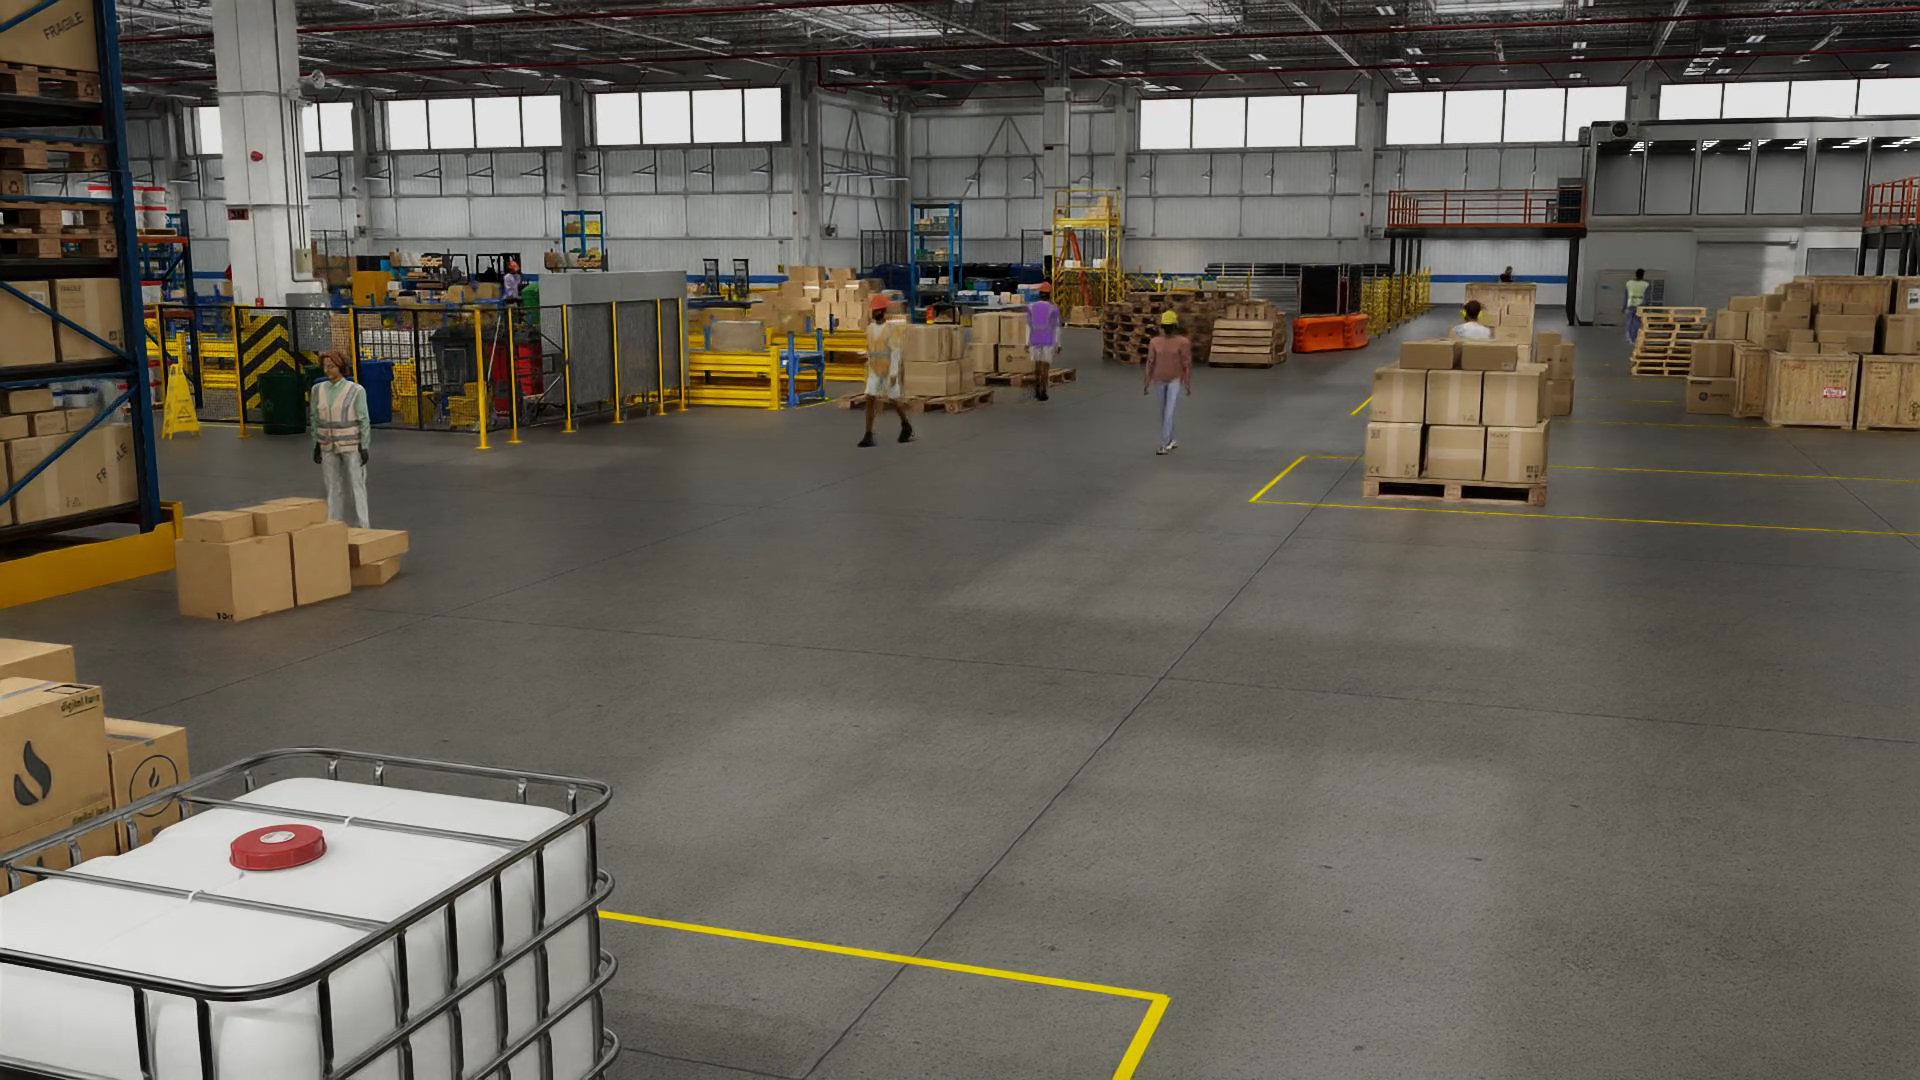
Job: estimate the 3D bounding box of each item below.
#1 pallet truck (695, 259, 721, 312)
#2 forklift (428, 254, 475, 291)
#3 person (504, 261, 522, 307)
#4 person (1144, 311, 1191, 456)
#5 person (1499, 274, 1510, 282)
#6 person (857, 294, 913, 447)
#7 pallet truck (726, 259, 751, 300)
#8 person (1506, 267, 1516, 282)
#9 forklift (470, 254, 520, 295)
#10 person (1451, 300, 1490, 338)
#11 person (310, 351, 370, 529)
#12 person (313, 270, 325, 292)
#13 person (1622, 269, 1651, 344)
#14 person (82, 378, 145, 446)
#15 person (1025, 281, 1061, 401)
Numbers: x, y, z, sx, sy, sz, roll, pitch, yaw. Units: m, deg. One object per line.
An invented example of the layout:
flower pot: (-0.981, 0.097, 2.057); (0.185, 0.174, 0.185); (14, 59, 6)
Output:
pallet truck: (-9.165, -9.627, 62.776); (0.823, 1.965, 1.885); (4, 11, 23)
forklift: (-20.133, -10.254, 65.465); (1.157, 1.987, 2.680); (3, 11, 19)
person: (-13.041, -7.126, 48.602); (0.571, 2.024, 0.621); (6, 11, 28)
person: (2.511, -1.906, 20.077); (0.544, 1.726, 0.895); (5, 11, 25)
person: (11.116, -4.480, 34.018); (0.608, 1.910, 0.997); (5, 11, 27)
person: (-0.931, -2.127, 20.827); (0.546, 1.904, 0.939); (6, 12, 30)
pallet truck: (-7.986, -9.493, 62.019); (0.823, 1.965, 1.885); (3, 11, 17)
person: (17.867, -8.012, 54.278); (0.514, 1.795, 0.986); (2, 10, 13)
forklift: (-17.990, -10.121, 64.684); (1.157, 1.987, 2.680); (3, 11, 17)
person: (6.181, -2.008, 20.342); (0.537, 1.819, 0.922); (0, 10, -1)
person: (-5.110, -0.743, 13.746); (0.515, 1.640, 0.315); (2, 10, 12)
person: (-16.909, -6.178, 43.740); (0.974, 1.864, 0.641); (5, 11, 25)
person: (17.203, -5.922, 42.201); (0.635, 1.883, 0.857); (7, 12, 36)
person: (-10.574, -2.023, 20.569); (0.951, 1.790, 0.582); (2, 10, 11)
person: (1.371, -3.214, 26.873); (0.581, 1.916, 0.639); (4, 11, 20)
